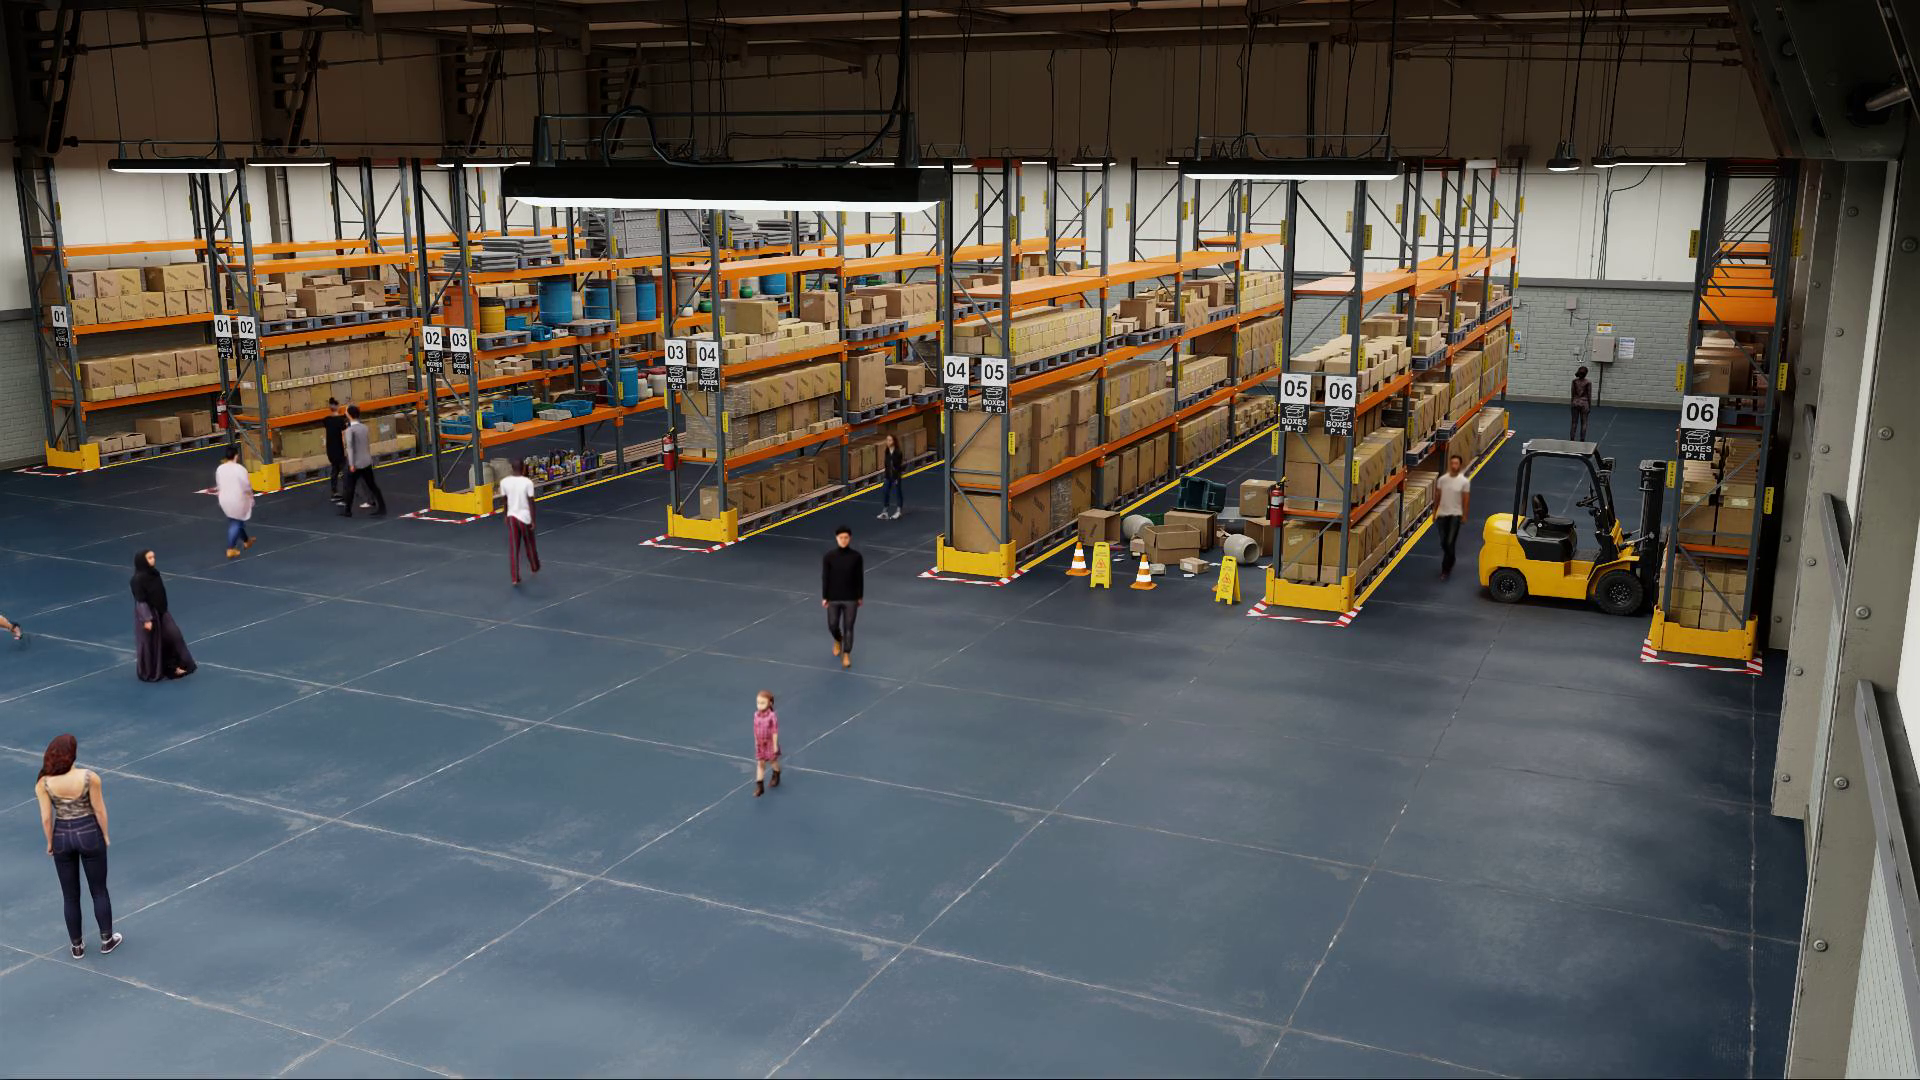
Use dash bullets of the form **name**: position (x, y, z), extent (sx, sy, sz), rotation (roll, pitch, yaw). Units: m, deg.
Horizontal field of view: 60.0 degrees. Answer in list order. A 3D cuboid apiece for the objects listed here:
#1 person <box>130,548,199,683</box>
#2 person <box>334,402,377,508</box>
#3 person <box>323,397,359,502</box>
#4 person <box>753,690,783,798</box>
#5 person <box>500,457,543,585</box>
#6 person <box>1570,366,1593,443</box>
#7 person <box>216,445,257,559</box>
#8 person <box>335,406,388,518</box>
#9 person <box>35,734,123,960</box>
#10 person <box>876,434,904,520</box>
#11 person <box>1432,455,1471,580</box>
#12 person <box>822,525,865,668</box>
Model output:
- **person**: position (-9.516, 0.870, 19.446), extent (0.773, 1.607, 0.947), rotation (4, 14, 15)
- **person**: position (-10.443, -1.480, 29.049), extent (1.040, 1.853, 0.927), rotation (-9, 16, -35)
- **person**: position (-11.153, -1.613, 29.633), extent (0.714, 1.848, 0.709), rotation (6, 14, 25)
- **person**: position (-1.850, 1.945, 16.142), extent (0.480, 1.003, 0.743), rotation (5, 14, 19)
- **person**: position (-6.348, -0.240, 23.842), extent (0.940, 1.786, 1.208), rotation (1, 13, 3)
- **person**: position (13.114, -2.824, 35.160), extent (0.618, 1.714, 0.619), rotation (9, 16, 35)
- **person**: position (-11.157, -0.569, 25.439), extent (0.801, 1.706, 1.085), rotation (4, 13, 15)
- **person**: position (-10.088, -1.303, 28.222), extent (0.877, 1.882, 1.073), rotation (4, 14, 18)
- **person**: position (-6.764, 2.335, 12.760), extent (0.681, 1.770, 0.738), rotation (-4, 14, -18)
- **person**: position (-1.081, -1.080, 28.178), extent (0.637, 1.466, 0.758), rotation (9, 16, 34)
- **person**: position (7.199, -0.354, 24.373), extent (0.728, 1.769, 1.174), rotation (8, 15, 29)
- **person**: position (-1.421, 0.653, 20.142), extent (0.845, 1.717, 0.930), rotation (-1, 13, -3)
